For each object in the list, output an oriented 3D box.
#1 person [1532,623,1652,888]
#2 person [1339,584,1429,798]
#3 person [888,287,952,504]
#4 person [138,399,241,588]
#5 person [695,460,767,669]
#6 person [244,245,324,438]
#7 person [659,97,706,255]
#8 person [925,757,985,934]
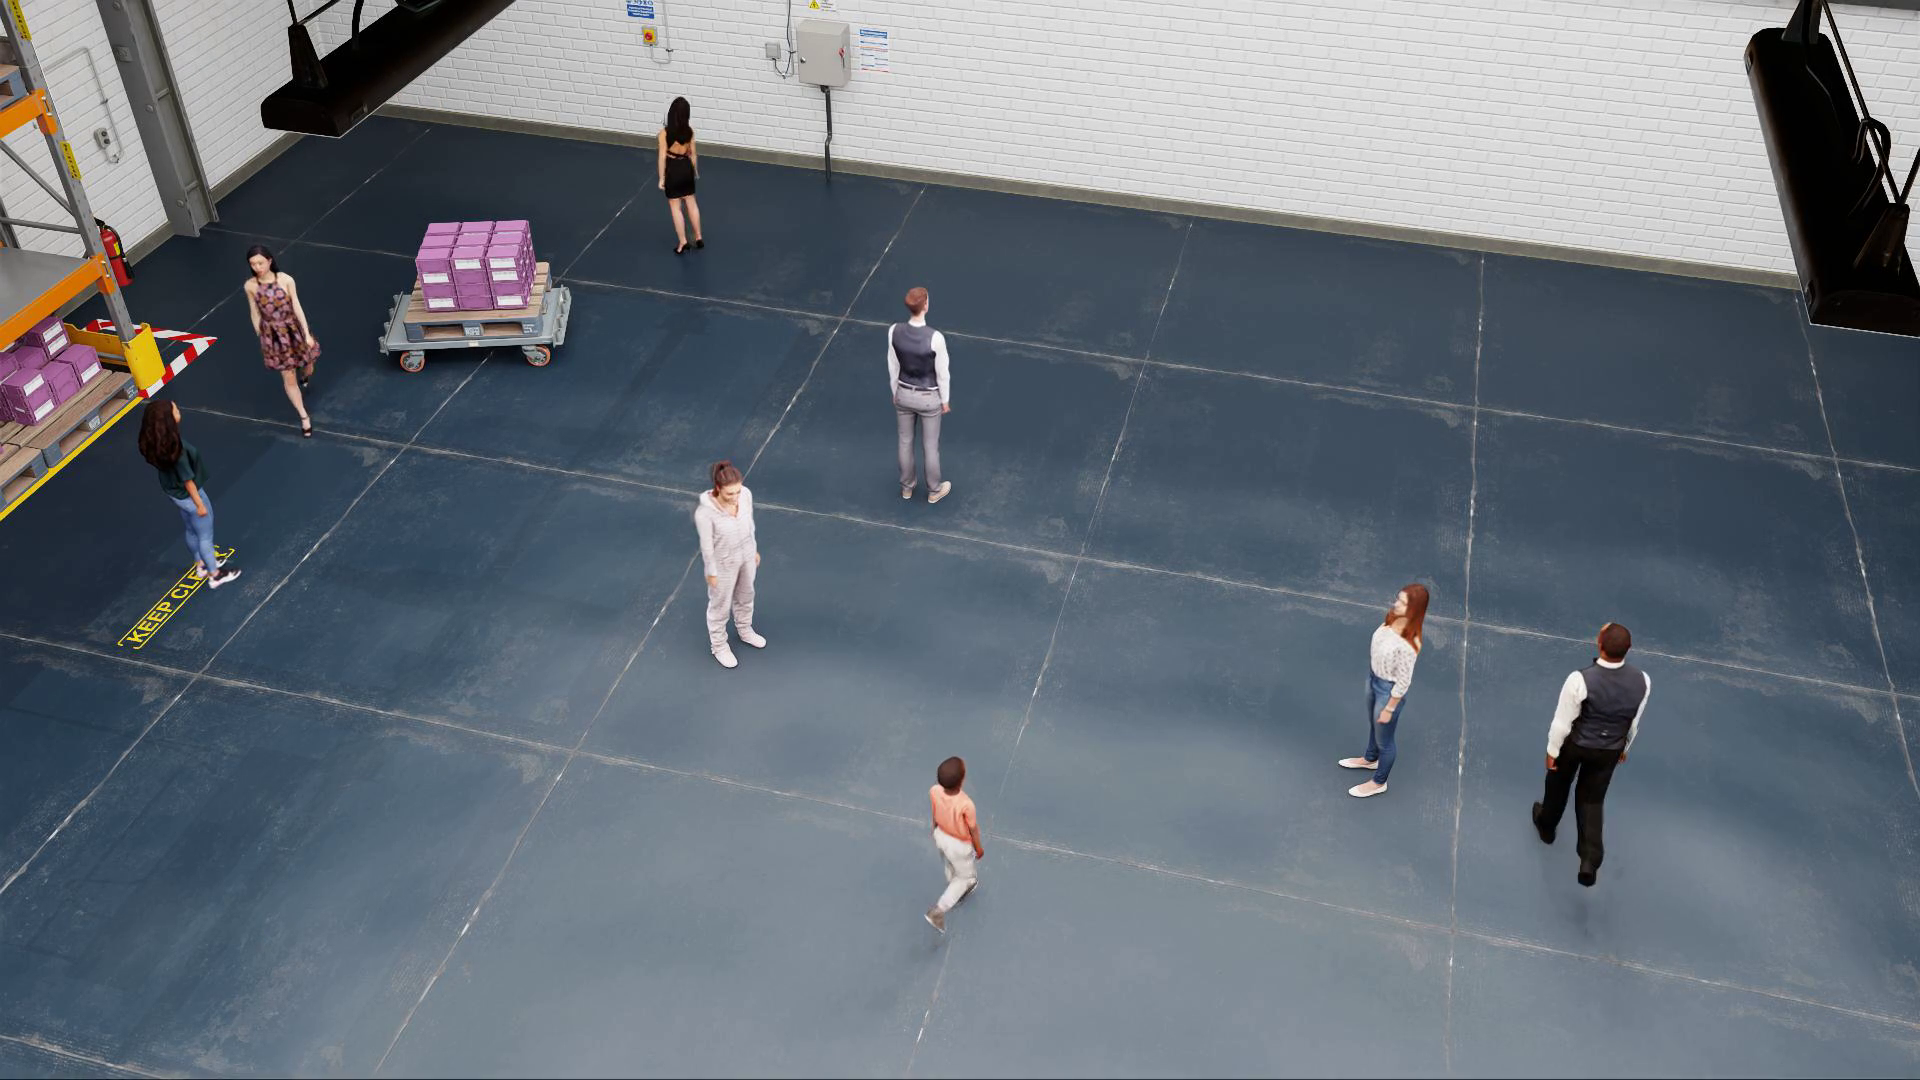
[{"bbox_3d":[3.889,1.334,10.218,0.808,1.895,1.119,3,39,4],"label":"person"},{"bbox_3d":[2.788,0.963,10.818,0.693,1.726,0.551,-2,39,-2],"label":"person"},{"bbox_3d":[-0.329,-1.156,13.297,0.672,1.944,0.584,13,40,16],"label":"person"},{"bbox_3d":[-5.844,-0.355,12.556,0.689,1.616,0.722,29,47,32],"label":"person"},{"bbox_3d":[-1.655,0.130,11.892,0.787,1.687,0.679,32,48,34],"label":"person"},{"bbox_3d":[-5.744,-1.743,14.180,0.923,1.759,1.030,-13,40,-15],"label":"person"},{"bbox_3d":[-2.807,-3.615,16.626,0.735,1.630,0.653,30,48,32],"label":"person"},{"bbox_3d":[-0.054,1.844,10.056,0.683,1.300,0.841,28,46,30],"label":"person"}]
